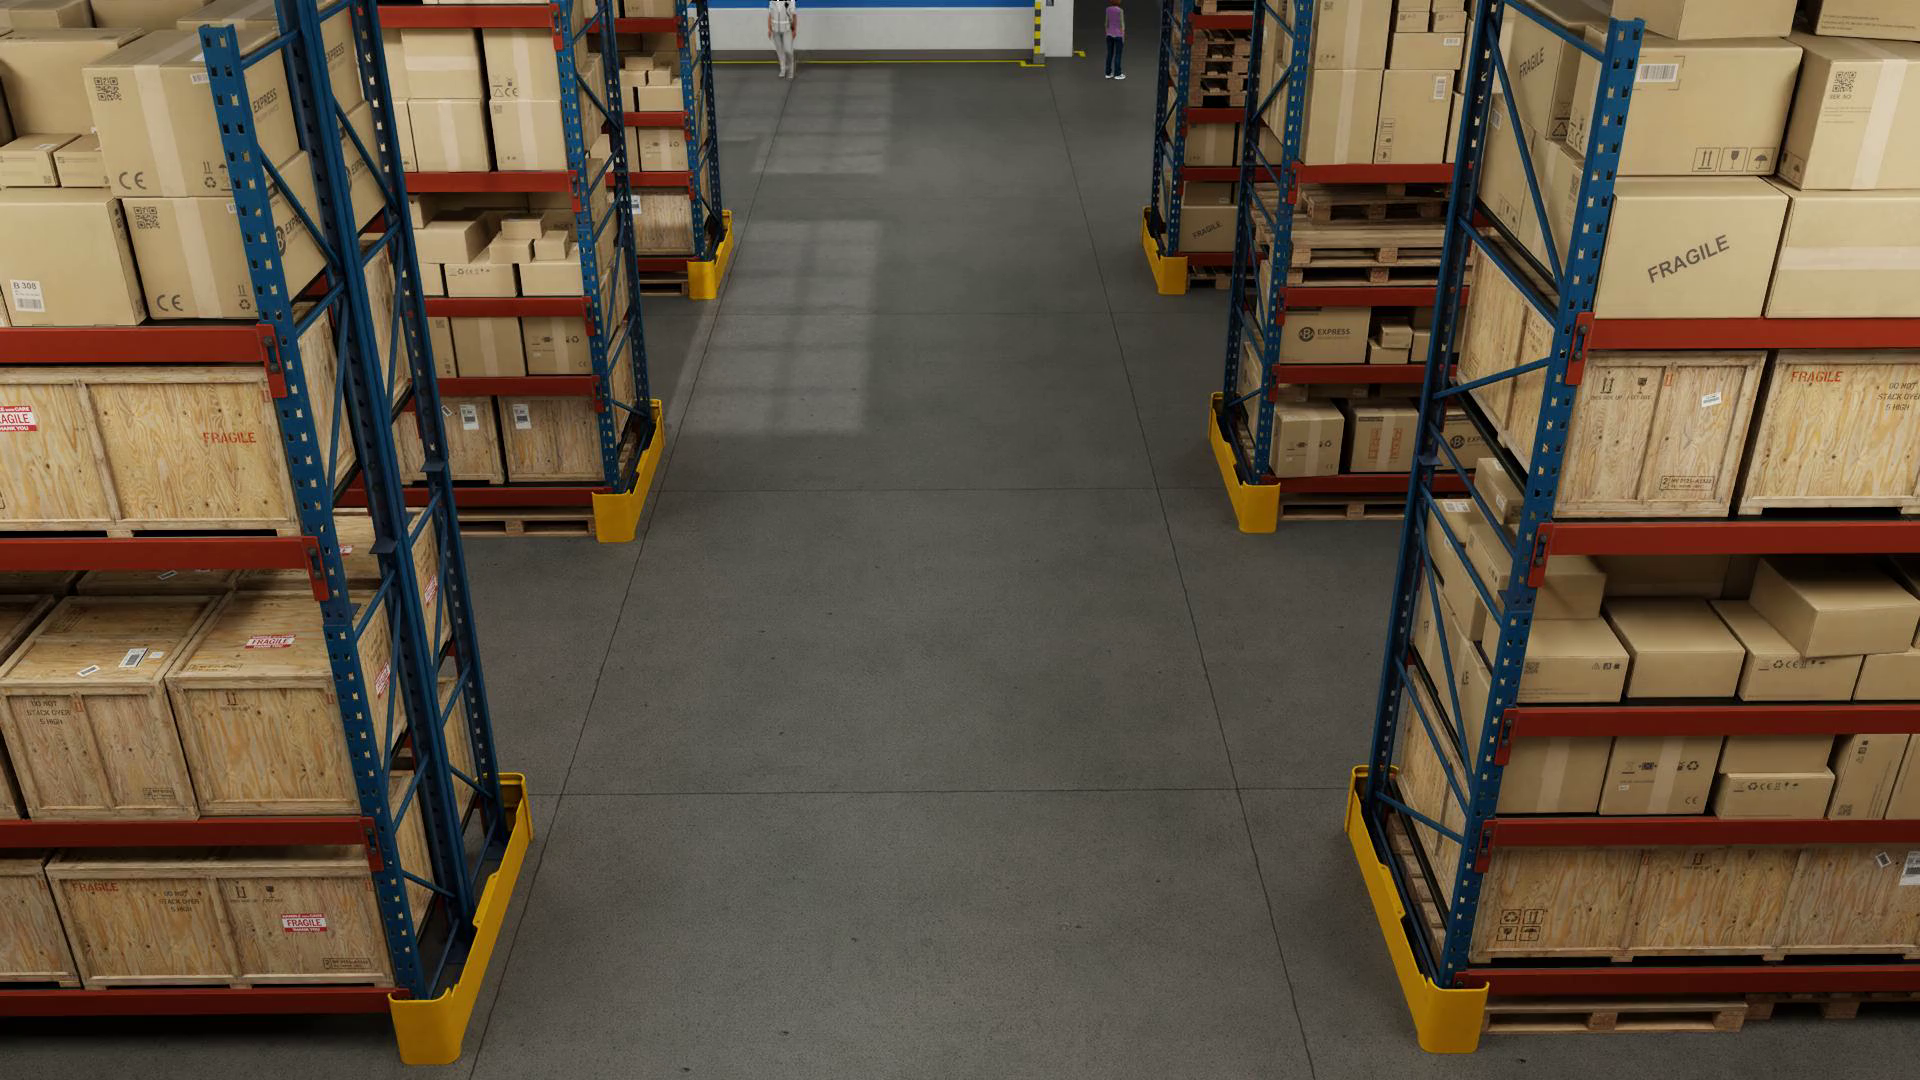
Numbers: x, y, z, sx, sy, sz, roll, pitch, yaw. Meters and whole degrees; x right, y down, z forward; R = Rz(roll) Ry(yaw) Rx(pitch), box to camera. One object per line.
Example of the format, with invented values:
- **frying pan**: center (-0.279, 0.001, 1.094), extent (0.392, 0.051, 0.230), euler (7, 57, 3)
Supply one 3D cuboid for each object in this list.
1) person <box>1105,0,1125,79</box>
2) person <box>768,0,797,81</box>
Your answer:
- **person**: center (3.014, -9.770, 32.256), extent (0.399, 1.601, 0.329), euler (17, 33, 28)
- **person**: center (-3.457, -9.869, 32.249), extent (0.534, 1.806, 0.513), euler (6, 29, 11)
